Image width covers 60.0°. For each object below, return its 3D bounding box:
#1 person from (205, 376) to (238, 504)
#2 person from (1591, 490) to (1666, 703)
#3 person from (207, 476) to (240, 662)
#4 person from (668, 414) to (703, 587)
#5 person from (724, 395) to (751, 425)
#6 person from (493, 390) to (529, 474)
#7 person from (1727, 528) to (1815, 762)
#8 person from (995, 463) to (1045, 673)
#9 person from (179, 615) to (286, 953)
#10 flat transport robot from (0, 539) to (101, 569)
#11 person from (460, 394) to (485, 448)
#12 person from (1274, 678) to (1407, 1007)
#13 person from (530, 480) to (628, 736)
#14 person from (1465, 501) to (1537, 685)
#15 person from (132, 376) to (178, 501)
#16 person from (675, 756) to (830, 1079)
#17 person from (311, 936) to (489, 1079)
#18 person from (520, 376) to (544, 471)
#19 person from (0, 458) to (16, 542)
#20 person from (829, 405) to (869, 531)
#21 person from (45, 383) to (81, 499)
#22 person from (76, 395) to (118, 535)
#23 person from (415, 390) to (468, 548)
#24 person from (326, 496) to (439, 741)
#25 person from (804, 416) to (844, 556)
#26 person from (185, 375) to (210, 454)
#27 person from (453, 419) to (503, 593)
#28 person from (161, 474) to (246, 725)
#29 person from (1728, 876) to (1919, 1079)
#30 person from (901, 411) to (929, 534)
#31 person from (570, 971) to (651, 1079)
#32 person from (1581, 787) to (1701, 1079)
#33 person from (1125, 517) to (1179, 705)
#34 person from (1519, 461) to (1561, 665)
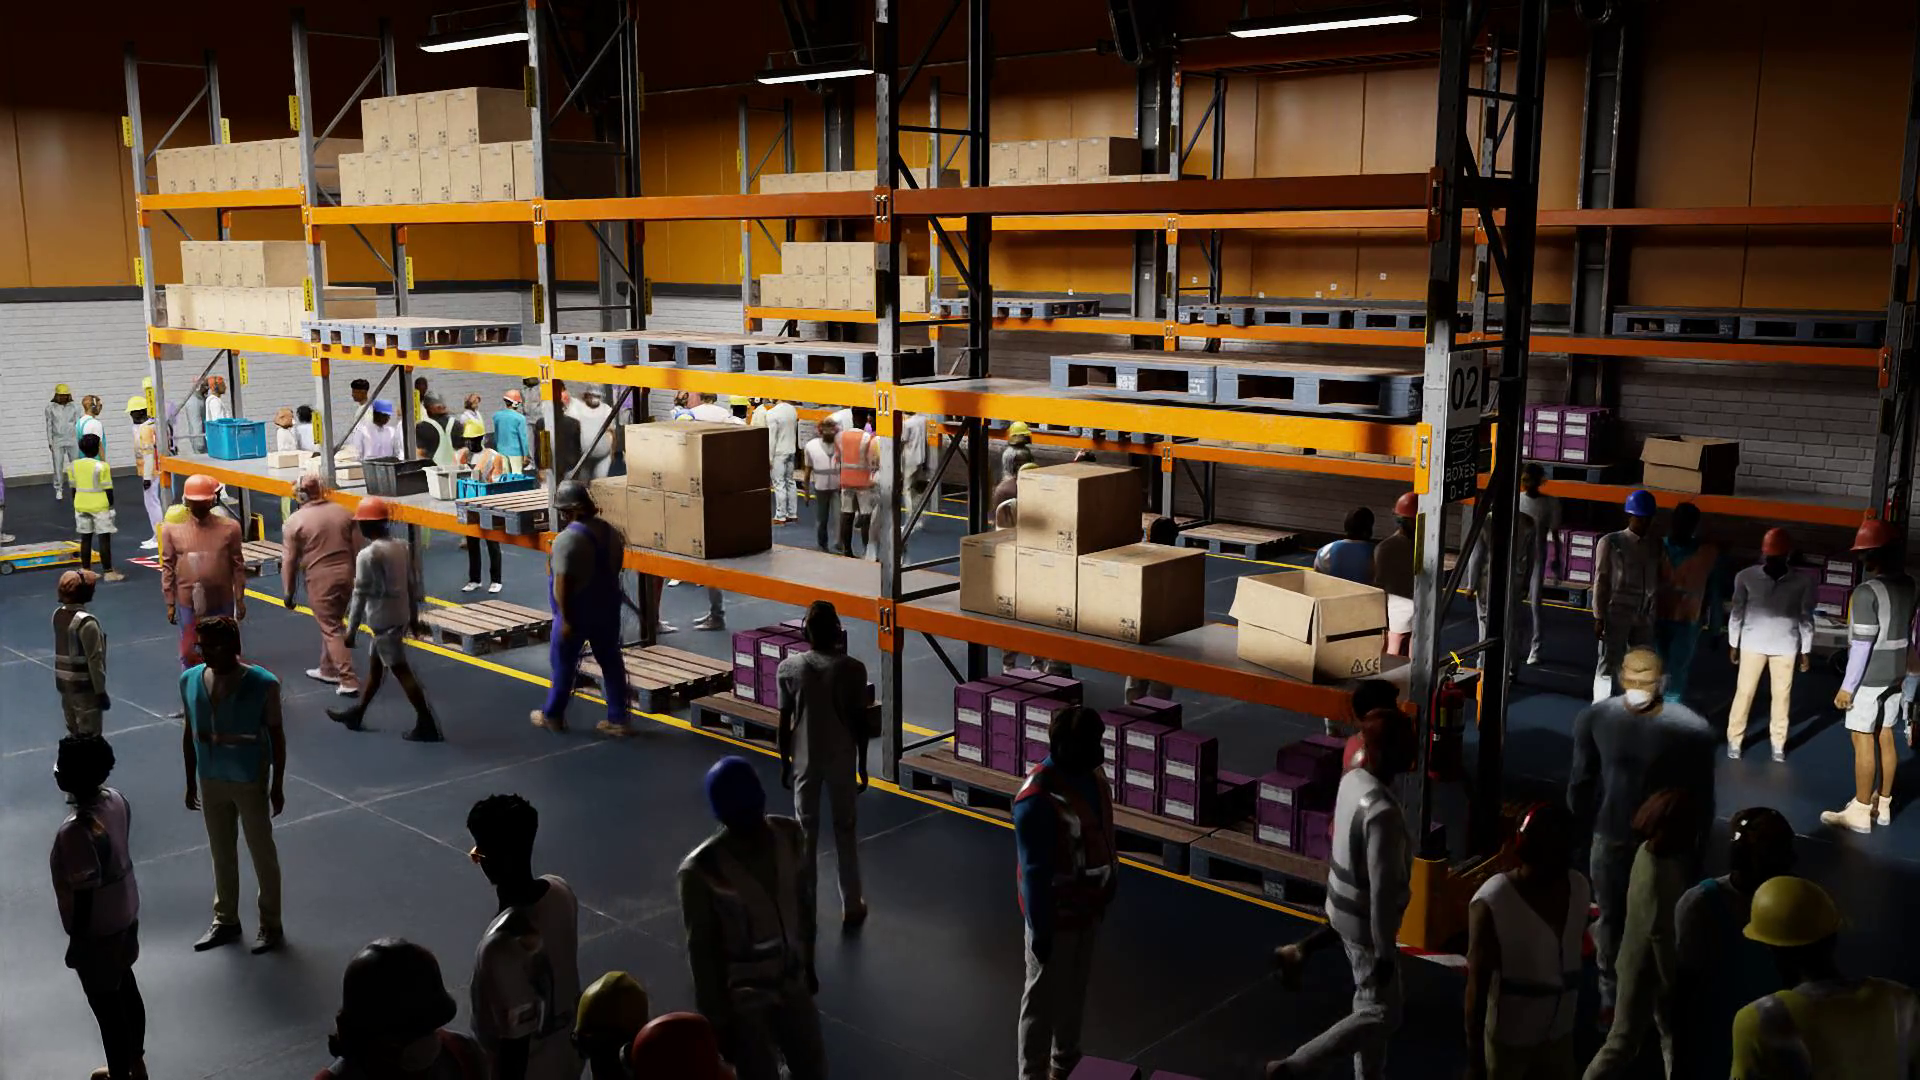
[{"bbox_3d":[-10.880,-1.457,24.408,0.346,1.882,0.589,-6,12,-31],"label":"person"},{"bbox_3d":[5.116,0.578,12.683,0.602,1.949,0.389,-1,10,-5],"label":"person"},{"bbox_3d":[-6.685,0.282,14.935,0.337,1.742,0.561,-4,11,-22],"label":"person"},{"bbox_3d":[-3.026,-0.437,18.484,0.585,1.927,0.366,0,10,-1],"label":"person"},{"bbox_3d":[-2.833,-0.942,21.330,0.359,1.930,0.588,-7,12,-34],"label":"person"},{"bbox_3d":[-6.389,-1.278,23.776,0.577,1.737,0.355,5,11,25],"label":"person"},{"bbox_3d":[5.947,0.765,12.212,0.574,1.740,0.351,4,11,22],"label":"person"},{"bbox_3d":[0.597,0.279,14.446,0.588,1.923,0.383,-1,10,-7],"label":"person"},{"bbox_3d":[-3.883,1.293,8.933,0.569,1.843,0.374,2,10,9],"label":"person"},{"bbox_3d":[-10.961,0.199,19.566,1.431,0.197,0.652,-10,14,-44],"label":"flat transport robot"},{"bbox_3d":[-7.115,-1.321,24.307,0.328,1.632,0.542,2,10,11],"label":"person"},{"bbox_3d":[1.910,1.501,8.204,0.587,1.680,0.548,2,10,9],"label":"person"},{"bbox_3d":[-2.974,0.498,12.877,0.940,2.000,0.710,6,12,33],"label":"person"},{"bbox_3d":[4.627,0.350,14.289,0.589,1.837,0.403,-2,10,-9],"label":"person"},{"bbox_3d":[-11.696,-1.433,24.210,0.591,1.902,0.772,-7,12,-33],"label":"person"},{"bbox_3d":[-0.786,1.712,6.393,0.445,1.907,0.662,8,13,39],"label":"person"},{"bbox_3d":[-1.406,2.003,4.363,0.538,2.000,0.684,5,11,26],"label":"person"},{"bbox_3d":[-7.200,-2.024,28.014,0.490,1.733,0.318,3,11,17],"label":"person"},{"bbox_3d":[-12.434,-0.955,21.219,0.622,1.993,0.383,6,11,29],"label":"person"},{"bbox_3d":[-1.481,-1.071,21.952,0.611,1.964,0.364,-6,12,-30],"label":"person"},{"bbox_3d":[-13.405,-1.479,24.924,0.485,1.738,0.344,-7,12,-34],"label":"person"},{"bbox_3d":[-11.366,-0.983,21.830,0.508,1.838,0.338,7,12,35],"label":"person"},{"bbox_3d":[-6.485,-0.889,20.718,0.908,2.000,0.689,9,13,40],"label":"person"},{"bbox_3d":[-4.451,0.604,12.735,1.026,1.879,0.564,2,10,12],"label":"person"},{"bbox_3d":[-1.571,-0.613,19.880,0.602,1.799,0.841,-1,10,-8],"label":"person"},{"bbox_3d":[-11.148,-1.484,24.509,0.401,1.894,0.656,-3,10,-17],"label":"person"},{"bbox_3d":[-5.247,-0.368,18.125,0.586,1.919,0.399,3,10,14],"label":"person"},{"bbox_3d":[-5.991,0.463,13.207,0.611,1.995,0.377,-5,11,-28],"label":"person"},{"bbox_3d":[2.678,1.955,5.161,0.661,1.852,0.969,-2,10,-10],"label":"person"},{"bbox_3d":[-0.650,-1.003,21.918,0.395,1.846,0.538,5,11,24],"label":"person"},{"bbox_3d":[-0.955,2.080,4.727,0.522,1.763,0.319,1,10,3],"label":"person"},{"bbox_3d":[2.871,1.791,6.809,0.724,1.601,0.510,6,11,29],"label":"person"},{"bbox_3d":[1.429,0.735,12.151,0.429,1.831,0.632,-9,13,-40],"label":"person"},{"bbox_3d":[5.151,0.207,15.054,0.564,1.858,0.339,7,12,34],"label":"person"}]
